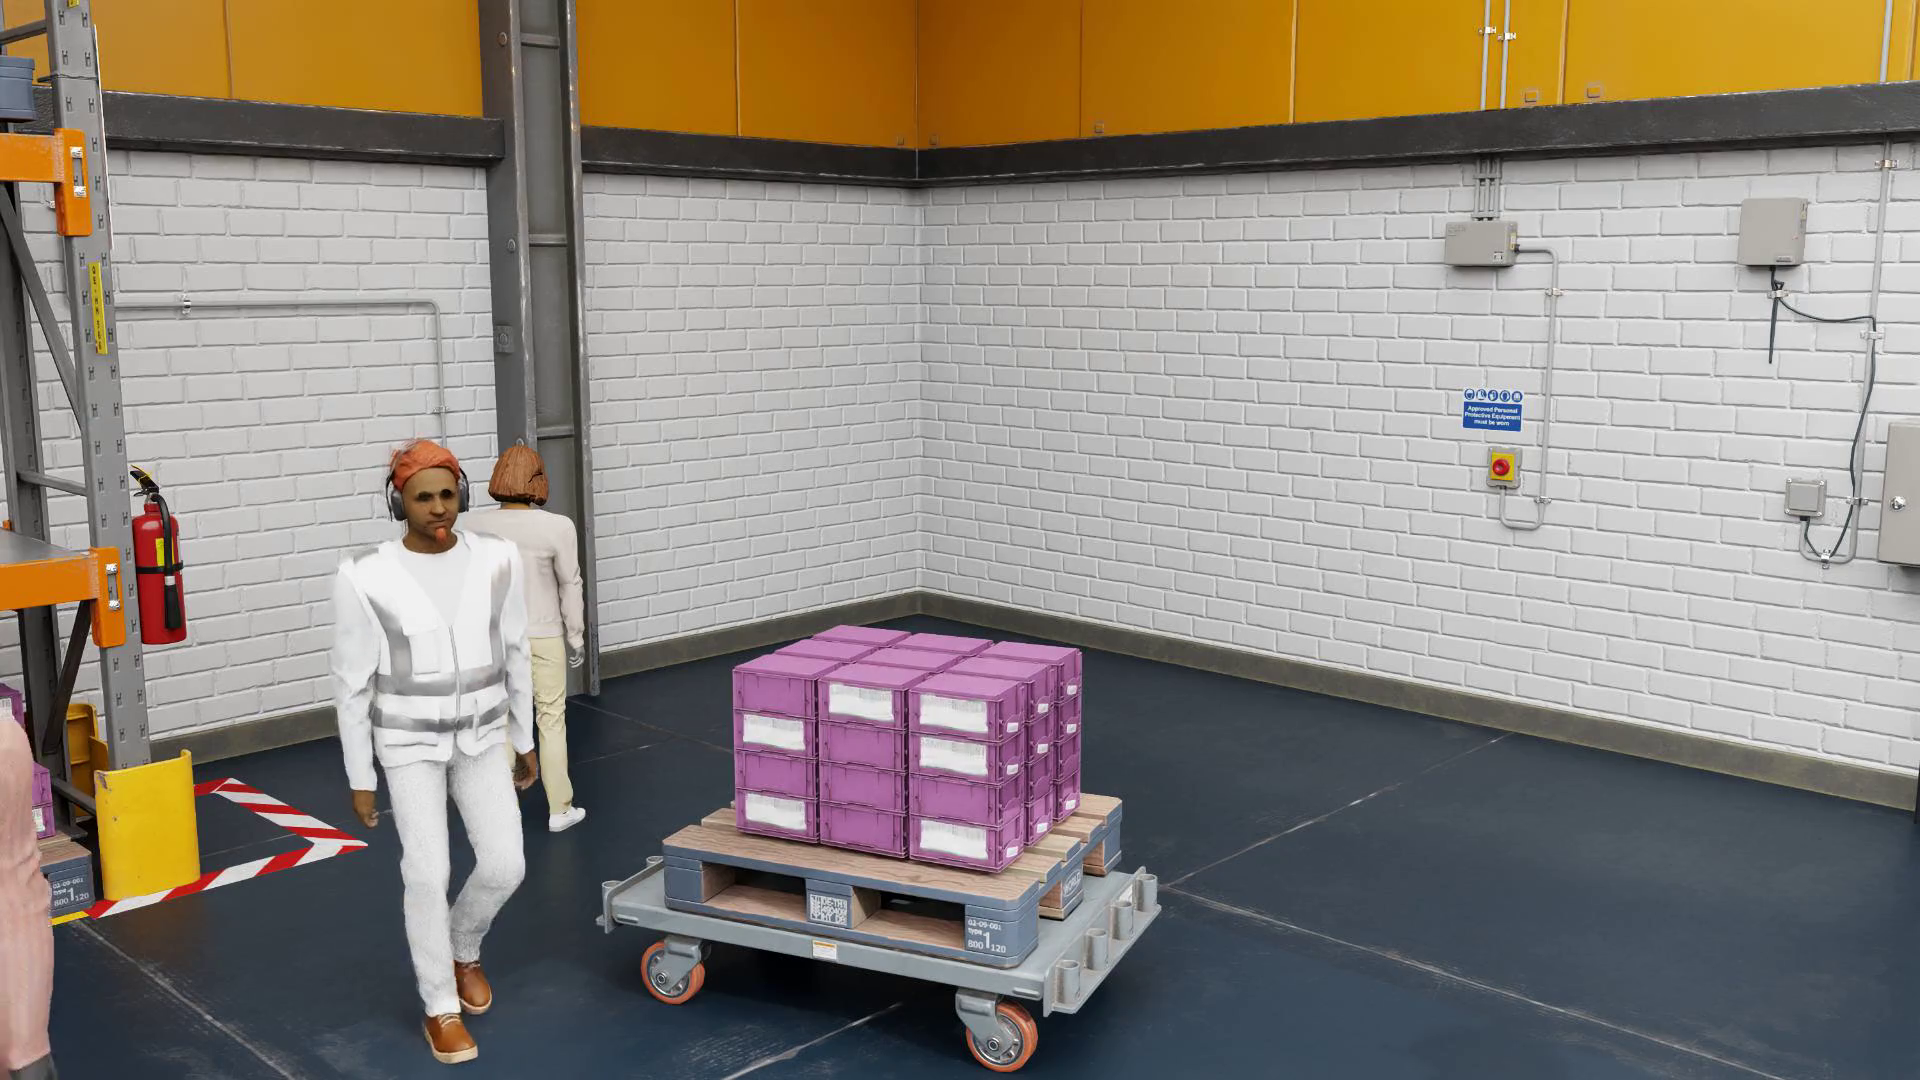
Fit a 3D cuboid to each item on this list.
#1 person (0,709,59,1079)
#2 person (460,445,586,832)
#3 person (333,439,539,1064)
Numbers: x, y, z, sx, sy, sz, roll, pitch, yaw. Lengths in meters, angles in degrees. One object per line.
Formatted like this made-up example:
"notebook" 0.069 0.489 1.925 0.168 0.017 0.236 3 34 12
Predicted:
"person" -2.060 0.929 3.145 0.662 1.882 0.878 -2 9 -10
"person" -1.828 0.419 6.986 0.507 1.631 0.266 0 9 1
"person" -1.548 0.630 4.976 0.599 1.866 0.429 -7 11 -35
